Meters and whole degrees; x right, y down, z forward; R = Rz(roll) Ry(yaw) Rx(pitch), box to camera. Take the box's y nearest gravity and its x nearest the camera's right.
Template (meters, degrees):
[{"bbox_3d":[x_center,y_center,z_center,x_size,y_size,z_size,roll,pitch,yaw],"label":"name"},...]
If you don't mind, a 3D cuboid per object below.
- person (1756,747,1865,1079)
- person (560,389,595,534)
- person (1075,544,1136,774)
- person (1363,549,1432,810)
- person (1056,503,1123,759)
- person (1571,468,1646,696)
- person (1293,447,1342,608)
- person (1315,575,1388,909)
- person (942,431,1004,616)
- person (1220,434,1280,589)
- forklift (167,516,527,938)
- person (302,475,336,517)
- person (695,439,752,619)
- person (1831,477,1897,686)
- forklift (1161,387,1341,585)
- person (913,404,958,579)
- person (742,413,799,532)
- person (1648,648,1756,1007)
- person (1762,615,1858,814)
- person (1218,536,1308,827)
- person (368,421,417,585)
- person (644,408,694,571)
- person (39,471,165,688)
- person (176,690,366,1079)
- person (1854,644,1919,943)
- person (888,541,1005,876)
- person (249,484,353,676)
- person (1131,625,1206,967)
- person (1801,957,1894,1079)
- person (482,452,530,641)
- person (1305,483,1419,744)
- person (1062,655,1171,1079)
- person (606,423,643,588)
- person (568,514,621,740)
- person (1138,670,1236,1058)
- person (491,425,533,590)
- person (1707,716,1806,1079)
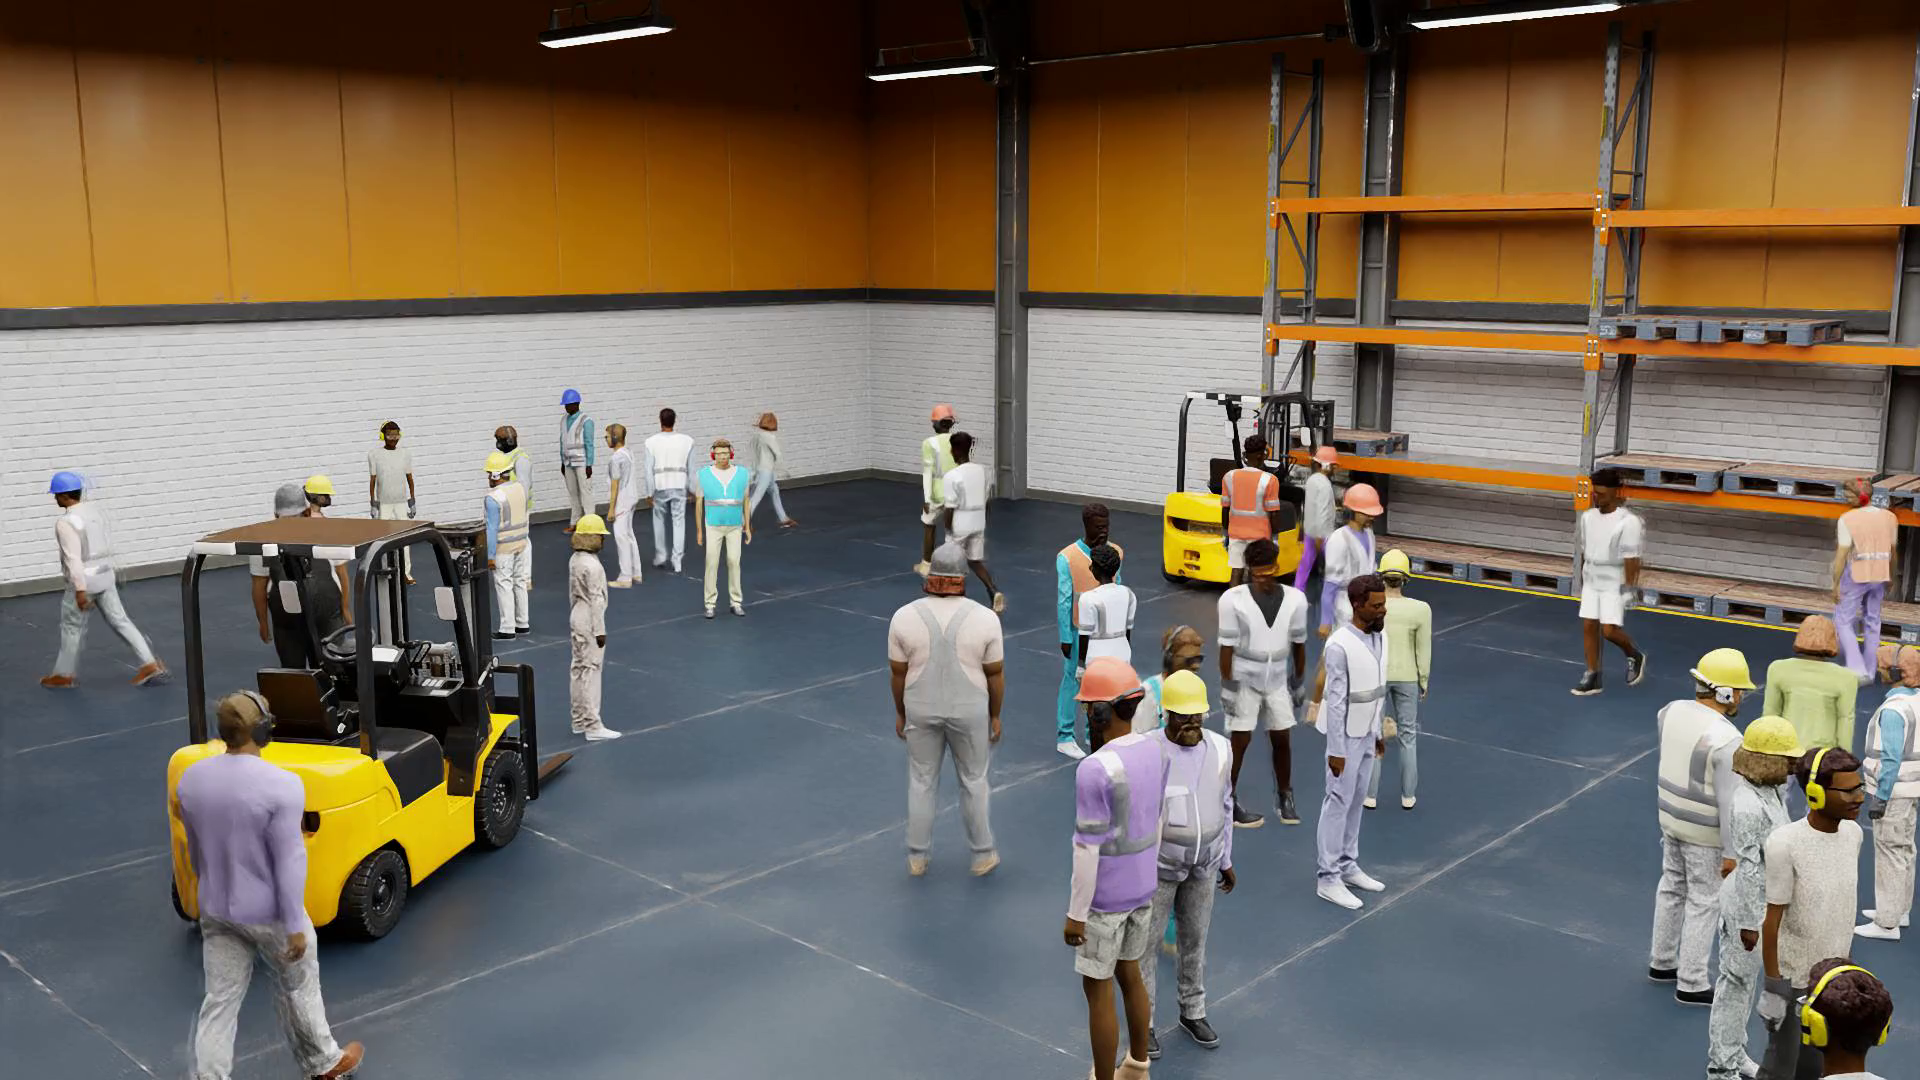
[{"bbox_3d":[3.322,1.709,6.485,0.524,1.876,0.325,-5,11,-28],"label":"person"},{"bbox_3d":[-5.040,-1.017,21.831,0.610,1.938,0.412,8,12,37],"label":"person"},{"bbox_3d":[1.029,0.869,11.800,0.530,1.689,0.321,-9,13,-42],"label":"person"},{"bbox_3d":[2.886,0.938,11.185,0.533,1.767,0.327,1,10,4],"label":"person"},{"bbox_3d":[0.955,0.660,12.378,0.587,1.910,0.397,-7,12,-36],"label":"person"},{"bbox_3d":[5.491,0.352,14.007,0.618,1.946,0.634,-5,11,-27],"label":"person"},{"bbox_3d":[3.829,-0.116,17.313,0.773,1.716,0.570,-1,10,-7],"label":"person"},{"bbox_3d":[2.275,1.135,9.629,0.397,1.919,0.590,8,13,38],"label":"person"},{"bbox_3d":[0.102,-0.131,16.769,0.622,1.943,0.711,-8,13,-38],"label":"person"},{"bbox_3d":[2.846,-0.055,16.274,0.614,1.962,0.366,7,12,34],"label":"person"},{"bbox_3d":[-3.583,0.976,9.748,1.214,2.155,2.313,2,10,11],"label":"forklift"},{"bbox_3d":[-5.697,0.297,14.843,0.329,1.765,0.533,-3,10,-18],"label":"person"},{"bbox_3d":[-2.423,-0.126,17.015,0.571,1.843,0.373,-3,10,-18],"label":"person"},{"bbox_3d":[7.800,0.378,14.231,0.747,1.826,0.455,-2,10,-10],"label":"person"},{"bbox_3d":[3.298,-0.608,18.767,1.214,2.155,2.313,9,13,42],"label":"forklift"},{"bbox_3d":[-0.236,-0.528,18.822,0.651,2.006,0.933,-6,12,-31],"label":"person"},{"bbox_3d":[-2.595,-0.908,22.226,0.900,1.581,0.486,-5,11,-25],"label":"person"},{"bbox_3d":[3.693,1.424,8.279,0.403,1.819,0.602,-2,10,-10],"label":"person"},{"bbox_3d":[4.999,1.247,9.837,0.500,1.629,0.273,9,13,42],"label":"person"},{"bbox_3d":[1.971,0.918,10.837,0.641,1.936,0.451,-2,10,-13],"label":"person"},{"bbox_3d":[-6.331,-0.403,18.570,0.509,1.860,0.334,-7,12,-33],"label":"person"},{"bbox_3d":[-3.426,-0.606,19.613,0.588,1.892,0.749,-3,10,-16],"label":"person"},{"bbox_3d":[-7.385,0.352,14.200,1.027,1.891,0.651,1,10,6],"label":"person"},{"bbox_3d":[-3.011,1.567,7.216,0.652,1.895,0.928,3,10,16],"label":"person"},{"bbox_3d":[5.095,1.372,9.082,0.310,1.636,0.523,9,13,42],"label":"person"},{"bbox_3d":[-0.070,1.005,10.025,0.688,2.000,0.536,1,10,5],"label":"person"},{"bbox_3d":[-4.996,0.545,12.642,0.717,2.000,0.535,-4,11,-19],"label":"person"},{"bbox_3d":[1.028,1.321,8.867,0.548,1.819,0.725,-7,12,-35],"label":"person"},{"bbox_3d":[2.361,2.057,4.566,0.510,1.860,0.324,-2,10,-11],"label":"person"},{"bbox_3d":[-4.383,0.064,16.017,0.404,1.824,0.585,4,11,20],"label":"person"},{"bbox_3d":[3.100,0.556,12.730,1.016,1.985,0.623,7,12,33],"label":"person"},{"bbox_3d":[0.653,1.503,7.228,0.409,2.030,0.612,7,12,36],"label":"person"},{"bbox_3d":[-3.762,-0.383,18.530,0.343,1.835,0.501,1,10,6],"label":"person"},{"bbox_3d":[-2.841,0.663,12.826,0.314,1.741,0.487,-7,12,-33],"label":"person"},{"bbox_3d":[1.028,1.500,7.790,0.588,1.835,0.403,-3,11,-19],"label":"person"},{"bbox_3d":[-4.940,-0.351,18.353,0.429,1.833,0.634,-8,13,-38],"label":"person"},{"bbox_3d":[3.523,1.622,7.355,0.294,1.744,0.487,6,12,33],"label":"person"}]
